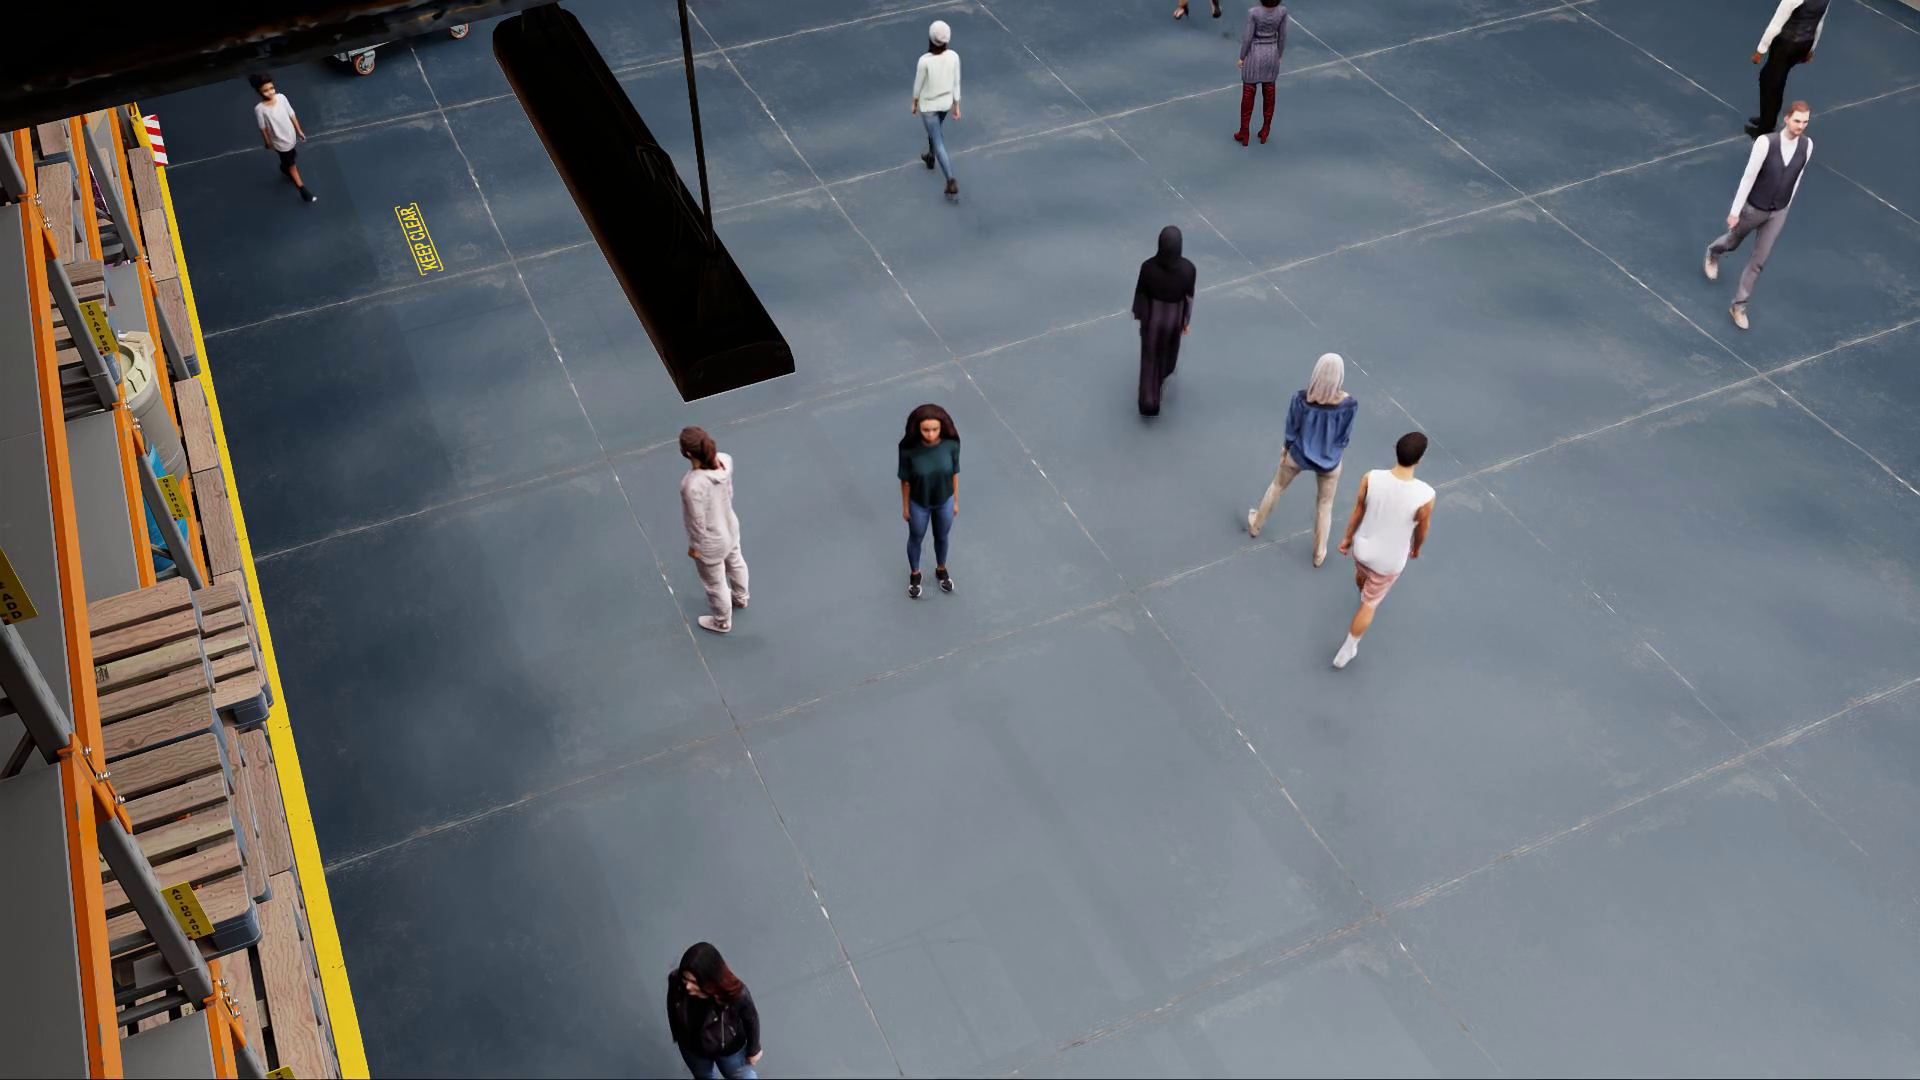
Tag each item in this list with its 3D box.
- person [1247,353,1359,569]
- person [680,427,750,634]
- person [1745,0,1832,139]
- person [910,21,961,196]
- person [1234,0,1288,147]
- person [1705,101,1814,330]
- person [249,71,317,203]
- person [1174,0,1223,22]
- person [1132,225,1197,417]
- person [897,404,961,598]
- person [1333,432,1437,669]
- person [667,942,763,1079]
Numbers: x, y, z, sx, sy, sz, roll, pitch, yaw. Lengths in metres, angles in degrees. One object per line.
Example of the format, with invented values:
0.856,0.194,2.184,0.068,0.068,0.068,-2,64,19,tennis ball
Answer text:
2.469,-0.567,11.696,0.890,1.680,0.924,10,44,10,person
-1.645,-0.077,11.173,0.772,1.693,0.728,18,46,18,person
7.944,-4.642,15.810,0.717,1.906,0.671,-16,46,-16,person
-0.188,-3.948,15.298,0.615,1.606,1.118,-21,47,-21,person
2.885,-4.588,15.894,0.644,1.712,0.619,-6,44,-6,person
6.663,-2.813,13.889,1.023,1.907,1.287,1,44,2,person
-6.304,-3.784,15.388,0.945,1.245,0.702,32,52,29,person
2.554,-6.283,17.682,0.736,1.700,0.938,-27,50,-26,person
1.566,-1.700,12.942,0.974,1.602,1.184,4,44,4,person
-0.206,-0.285,11.446,0.655,1.617,0.662,-8,44,-8,person
2.723,0.124,10.930,1.189,1.737,1.096,22,48,21,person
-1.244,2.545,8.463,0.723,1.634,0.772,12,45,12,person
